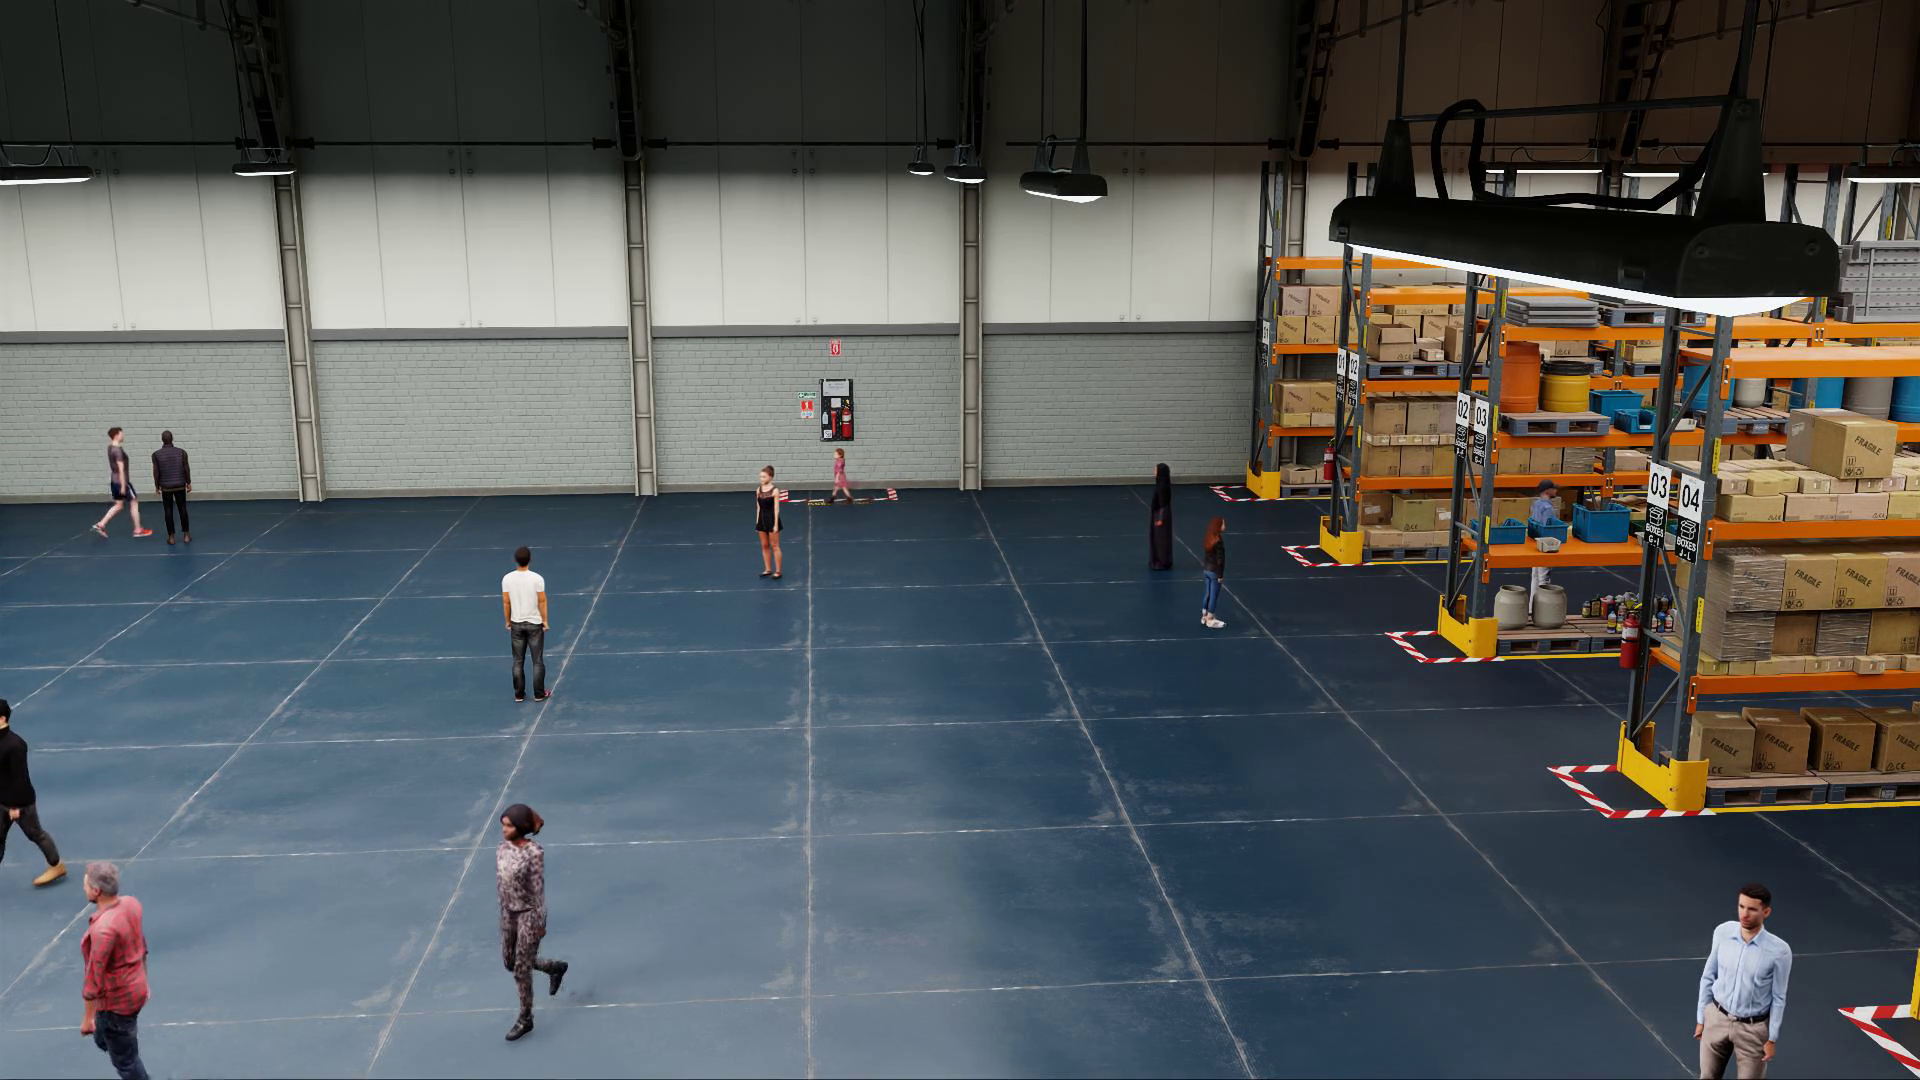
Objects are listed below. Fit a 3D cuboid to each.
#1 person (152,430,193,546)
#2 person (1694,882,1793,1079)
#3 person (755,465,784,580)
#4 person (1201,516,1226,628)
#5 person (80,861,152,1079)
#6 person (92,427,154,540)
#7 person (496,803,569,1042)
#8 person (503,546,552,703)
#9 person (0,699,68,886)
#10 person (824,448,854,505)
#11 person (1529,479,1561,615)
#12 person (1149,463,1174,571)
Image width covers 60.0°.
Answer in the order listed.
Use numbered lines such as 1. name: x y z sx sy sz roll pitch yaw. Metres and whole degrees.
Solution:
1. person: -12.628 -0.856 26.683 0.674 1.836 0.831 -7 15 -28
2. person: 4.764 2.961 10.176 0.752 1.847 0.808 11 17 40
3. person: -2.803 -0.268 24.495 0.674 1.678 0.743 9 16 35
4. person: 3.343 0.409 22.012 0.560 1.478 0.609 -5 14 -19
5. person: -5.228 2.895 10.525 0.646 1.817 0.697 -2 13 -7
6. person: -13.661 -0.897 26.887 1.083 1.825 1.183 13 18 43
7. person: -3.030 2.662 11.793 0.929 1.700 0.925 7 15 29
8. person: -4.949 0.949 18.957 0.491 1.804 0.708 0 13 0
9. person: -7.902 2.155 14.024 1.118 1.682 1.122 9 16 33
10. person: -2.089 -1.115 29.652 0.726 1.000 0.450 -2 13 -7
11. person: 7.861 0.103 22.424 0.572 1.889 0.653 0 13 -2
12. person: 3.042 -0.369 25.072 0.660 1.615 0.661 2 13 9
